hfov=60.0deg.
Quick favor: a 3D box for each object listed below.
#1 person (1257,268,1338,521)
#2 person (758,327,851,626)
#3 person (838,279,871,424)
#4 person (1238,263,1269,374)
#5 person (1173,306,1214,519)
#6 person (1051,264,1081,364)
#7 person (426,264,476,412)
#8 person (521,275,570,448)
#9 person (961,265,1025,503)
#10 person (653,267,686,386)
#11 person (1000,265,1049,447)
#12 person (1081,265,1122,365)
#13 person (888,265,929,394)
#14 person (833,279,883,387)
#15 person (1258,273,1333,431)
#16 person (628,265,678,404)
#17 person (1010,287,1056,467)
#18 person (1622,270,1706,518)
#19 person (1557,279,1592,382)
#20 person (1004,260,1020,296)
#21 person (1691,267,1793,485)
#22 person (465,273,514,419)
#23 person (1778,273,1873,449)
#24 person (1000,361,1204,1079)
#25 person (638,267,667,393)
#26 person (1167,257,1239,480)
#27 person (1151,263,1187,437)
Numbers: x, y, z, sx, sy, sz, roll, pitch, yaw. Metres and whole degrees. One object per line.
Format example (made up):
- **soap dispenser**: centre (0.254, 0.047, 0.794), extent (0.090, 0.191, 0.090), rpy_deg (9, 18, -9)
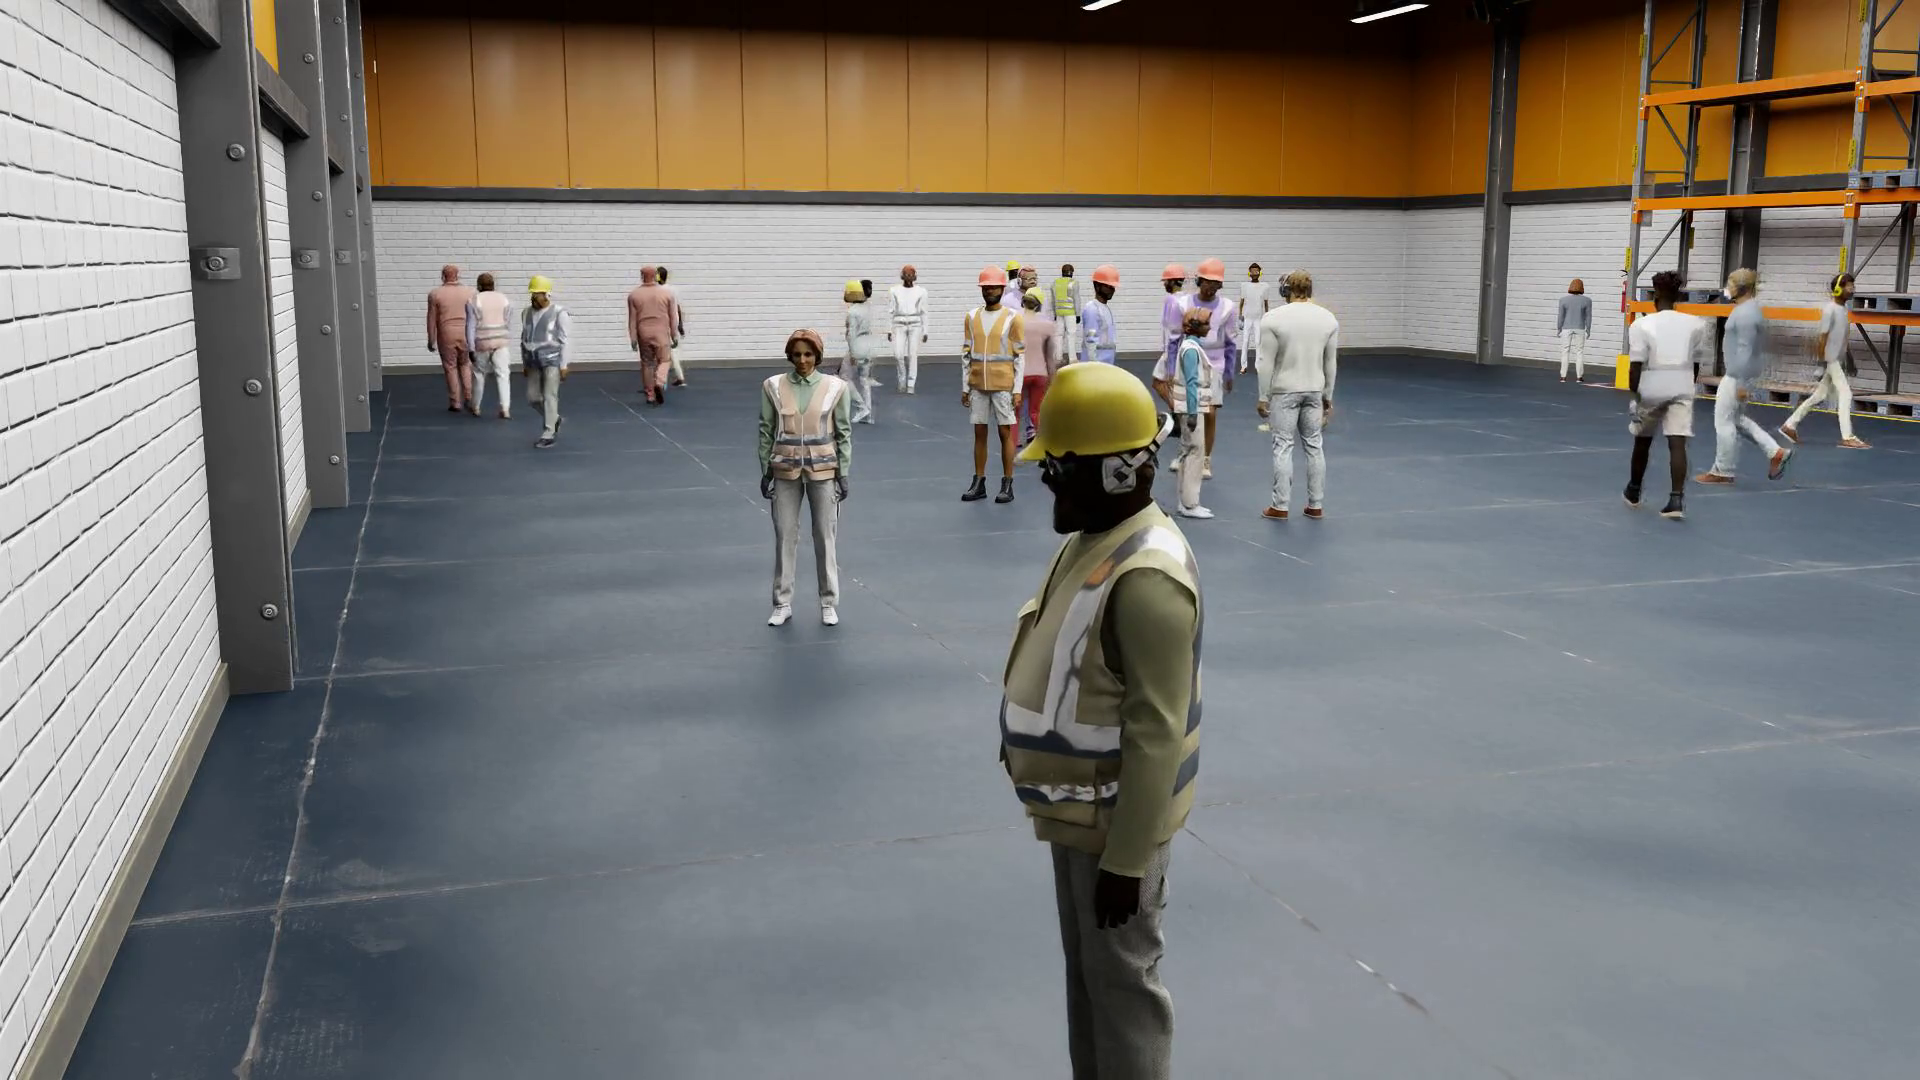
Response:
- **person**: centre (2.579, -1.108, 12.755), extent (0.646, 1.927, 0.392), rpy_deg (-3, 10, -15)
- **person**: centre (-0.850, -0.341, 9.126), extent (0.510, 1.639, 0.308), rpy_deg (0, 10, 1)
- **person**: centre (-1.235, -2.231, 19.816), extent (0.394, 1.731, 0.492), rpy_deg (5, 11, 26)
- **person**: centre (4.932, -3.714, 27.977), extent (0.509, 1.872, 0.328), rpy_deg (2, 10, 11)
- **person**: centre (1.816, -0.988, 12.896), extent (0.334, 1.634, 0.522), rpy_deg (1, 10, 8)
- **person**: centre (1.965, -4.127, 30.467), extent (0.624, 1.840, 0.429), rpy_deg (8, 13, 39)
- **person**: centre (-6.552, -2.602, 21.479), extent (0.644, 1.890, 0.511), rpy_deg (-7, 12, -36)
- **person**: centre (-4.360, -1.883, 17.551), extent (0.595, 1.815, 0.546), rpy_deg (4, 11, 23)
- **person**: centre (0.258, -1.274, 13.641), extent (0.552, 1.942, 0.343), rpy_deg (4, 11, 24)
- **person**: centre (-4.580, -3.290, 25.678), extent (0.978, 1.814, 0.531), rpy_deg (8, 12, 38)
- **person**: centre (0.711, -1.940, 17.599), extent (0.651, 1.907, 0.409), rpy_deg (-7, 12, -36)
- **person**: centre (1.314, -1.581, 15.459), extent (0.374, 1.930, 0.542), rpy_deg (3, 10, 18)
- **person**: centre (-0.745, -3.034, 24.042), extent (0.601, 1.867, 0.512), rpy_deg (0, 10, 1)
- **person**: centre (-1.602, -3.118, 25.170), extent (0.811, 1.652, 0.567), rpy_deg (-2, 10, -13)
- **person**: centre (3.839, -2.122, 18.929), extent (0.745, 1.818, 0.626), rpy_deg (6, 11, 30)
- **person**: centre (-4.120, -2.741, 22.323), extent (0.646, 1.888, 0.684), rpy_deg (0, 10, 0)
- **person**: centre (0.670, -1.552, 15.886), extent (0.586, 1.721, 0.641), rpy_deg (-3, 10, -19)
- **person**: centre (5.499, -1.143, 13.008), extent (0.595, 1.909, 1.032), rpy_deg (1, 10, 7)
- **person**: centre (9.721, -3.313, 26.337), extent (0.509, 1.632, 0.269), rpy_deg (4, 10, 19)
- **person**: centre (0.912, -3.708, 27.787), extent (0.385, 1.922, 0.594), rpy_deg (8, 13, 40)
- **person**: centre (6.864, -1.409, 14.500), extent (0.704, 1.923, 0.643), rpy_deg (5, 11, 27)
- **person**: centre (-5.844, -2.400, 20.628), extent (0.621, 1.783, 1.004), rpy_deg (-6, 12, -32)
- **person**: centre (9.202, -1.904, 17.615), extent (0.939, 1.833, 0.524), rpy_deg (9, 13, 41)
- **person**: centre (0.284, 0.545, 3.445), extent (0.404, 1.828, 0.587), rpy_deg (-1, 10, -8)
- **person**: centre (-4.498, -3.058, 24.275), extent (0.563, 1.838, 0.390), rpy_deg (-9, 13, -41)
- **person**: centre (2.200, -1.562, 15.144), extent (0.637, 2.011, 0.759), rpy_deg (1, 10, 6)
- **person**: centre (2.367, -2.091, 18.424), extent (0.418, 1.920, 0.579), rpy_deg (7, 12, 37)
